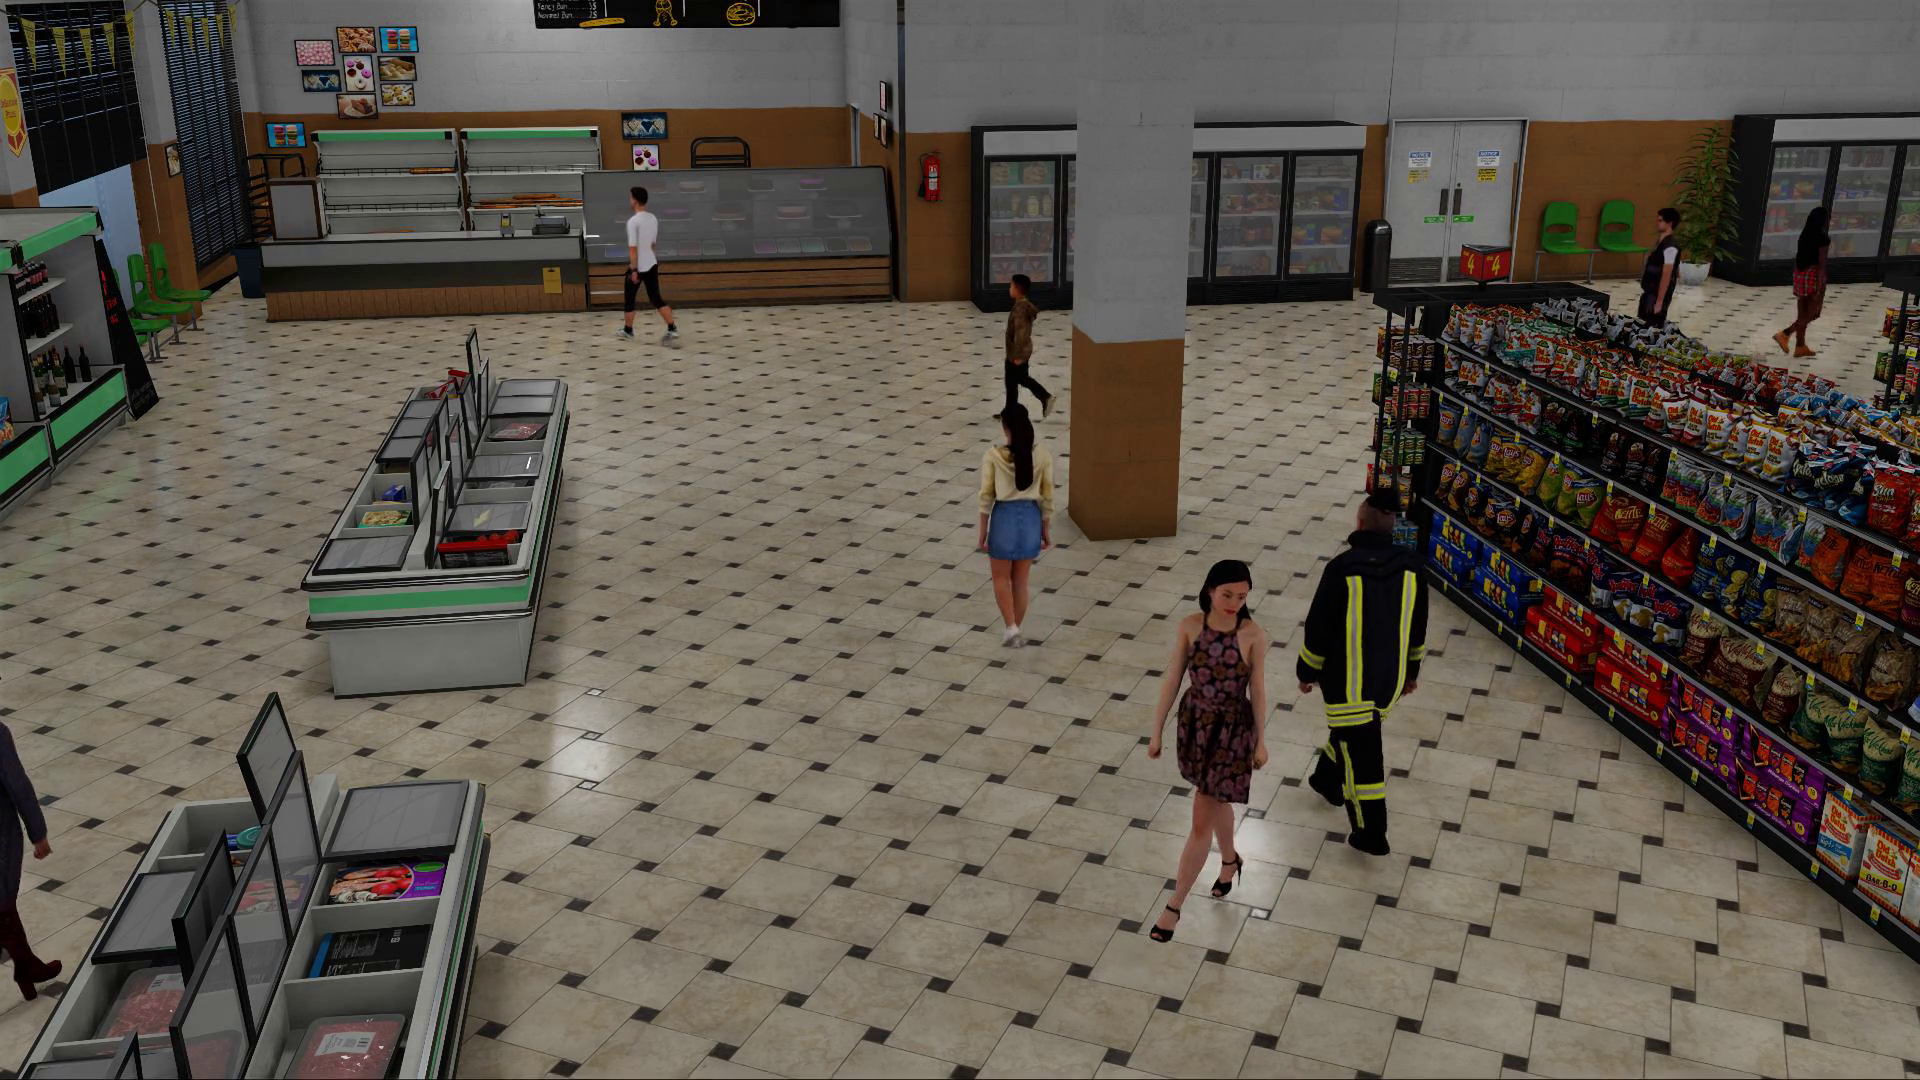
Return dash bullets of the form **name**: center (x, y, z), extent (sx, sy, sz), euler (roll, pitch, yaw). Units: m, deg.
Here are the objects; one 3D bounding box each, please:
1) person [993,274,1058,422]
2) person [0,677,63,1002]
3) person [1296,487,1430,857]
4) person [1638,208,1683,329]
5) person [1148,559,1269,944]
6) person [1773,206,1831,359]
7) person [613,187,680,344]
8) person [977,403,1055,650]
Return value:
- **person**: center (0.641, -1.843, 16.092), extent (0.862, 1.444, 0.878), euler (6, 19, 16)
- **person**: center (-3.883, 1.263, 6.521), extent (0.797, 1.675, 1.197), euler (1, 19, 2)
- **person**: center (1.986, 0.663, 8.082), extent (0.880, 1.815, 1.175), euler (-6, 20, -17)
- **person**: center (7.530, -2.606, 17.732), extent (0.885, 1.843, 0.864), euler (3, 19, 10)
- **person**: center (1.199, 0.898, 7.518), extent (1.073, 1.729, 1.163), euler (12, 22, 31)
- **person**: center (9.483, -2.877, 18.739), extent (0.666, 1.713, 0.816), euler (-4, 19, -12)
- **person**: center (-3.637, -3.182, 19.482), extent (1.255, 1.817, 1.234), euler (11, 22, 30)
- **person**: center (0.353, -0.042, 10.473), extent (0.663, 1.622, 0.808), euler (-2, 19, -7)
